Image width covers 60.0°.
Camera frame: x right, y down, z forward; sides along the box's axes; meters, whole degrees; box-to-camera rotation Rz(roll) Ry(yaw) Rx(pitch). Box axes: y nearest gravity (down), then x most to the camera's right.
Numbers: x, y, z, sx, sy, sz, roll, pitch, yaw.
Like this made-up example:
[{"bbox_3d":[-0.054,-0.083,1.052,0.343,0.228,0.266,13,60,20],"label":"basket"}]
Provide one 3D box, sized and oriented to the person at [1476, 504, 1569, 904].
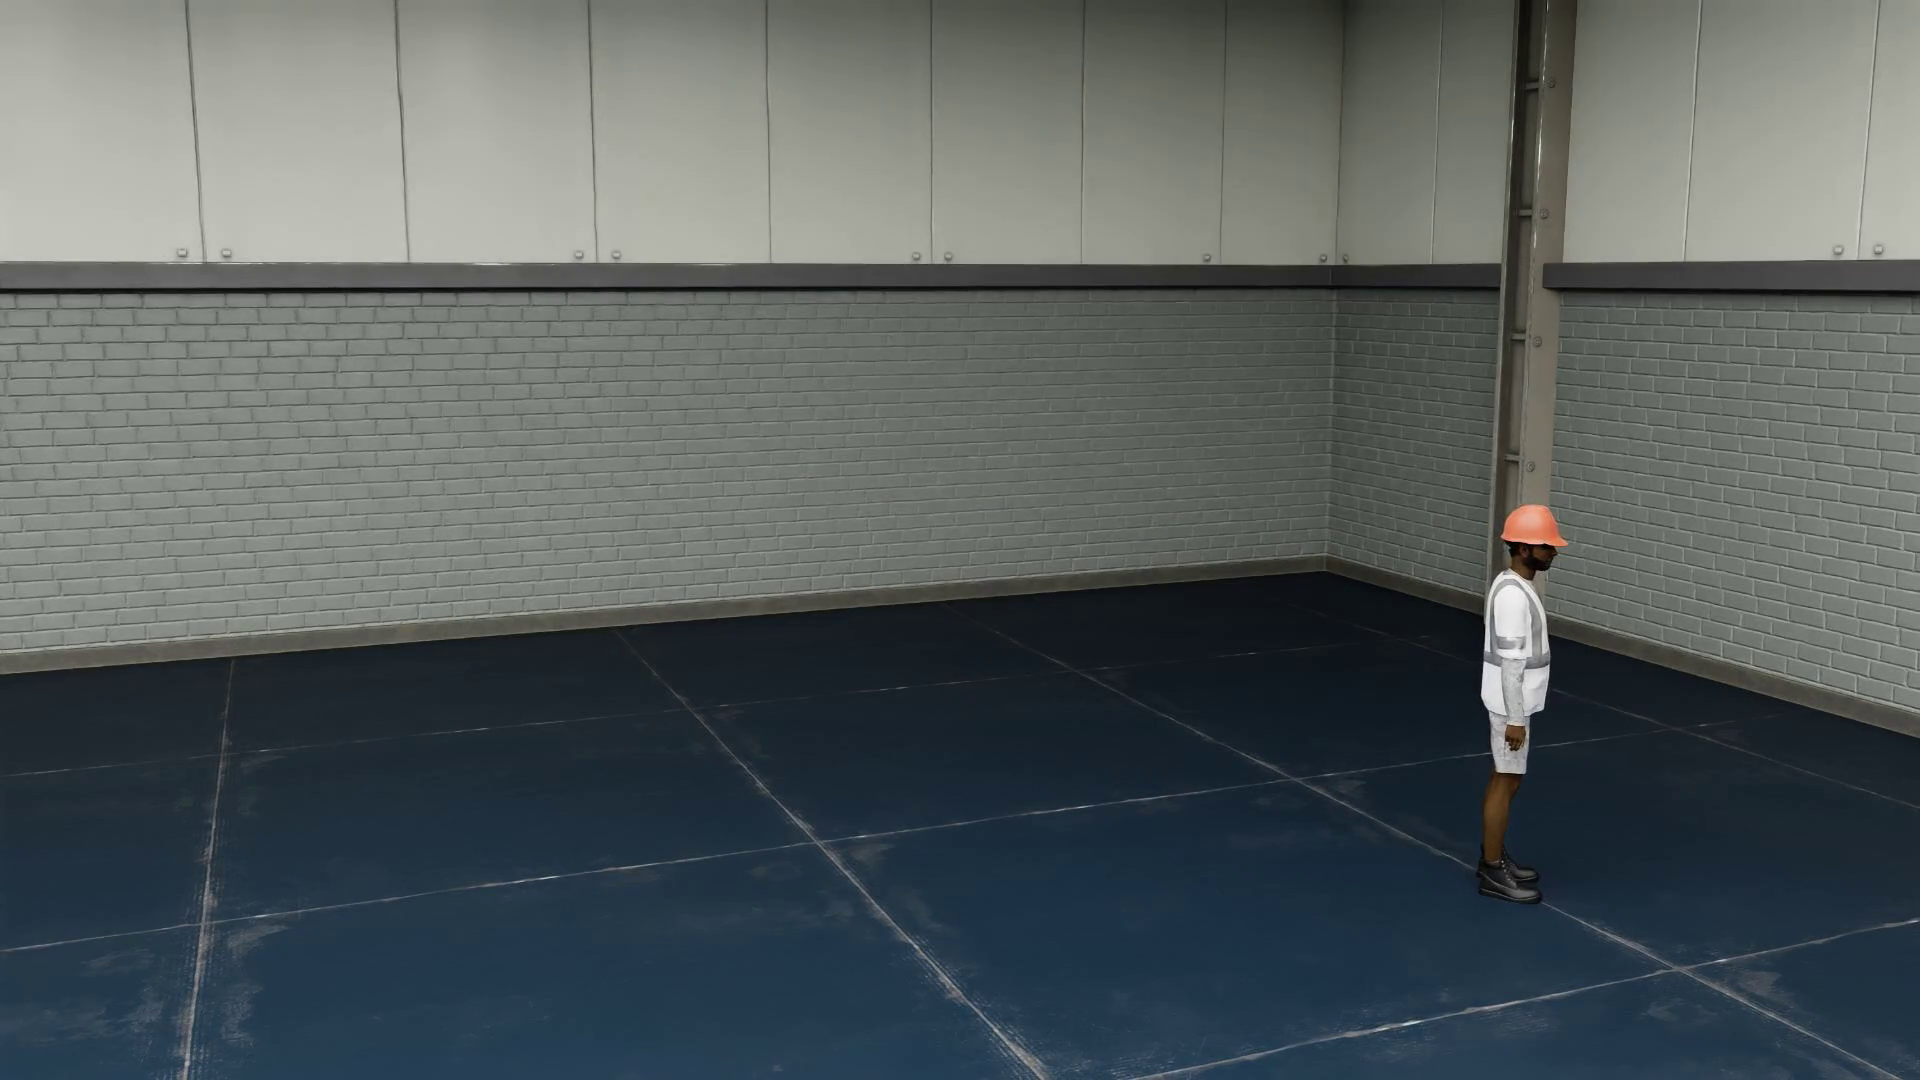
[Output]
[{"bbox_3d":[2.732,0.785,8.112,0.363,1.935,0.553,3,10,18],"label":"person"}]
